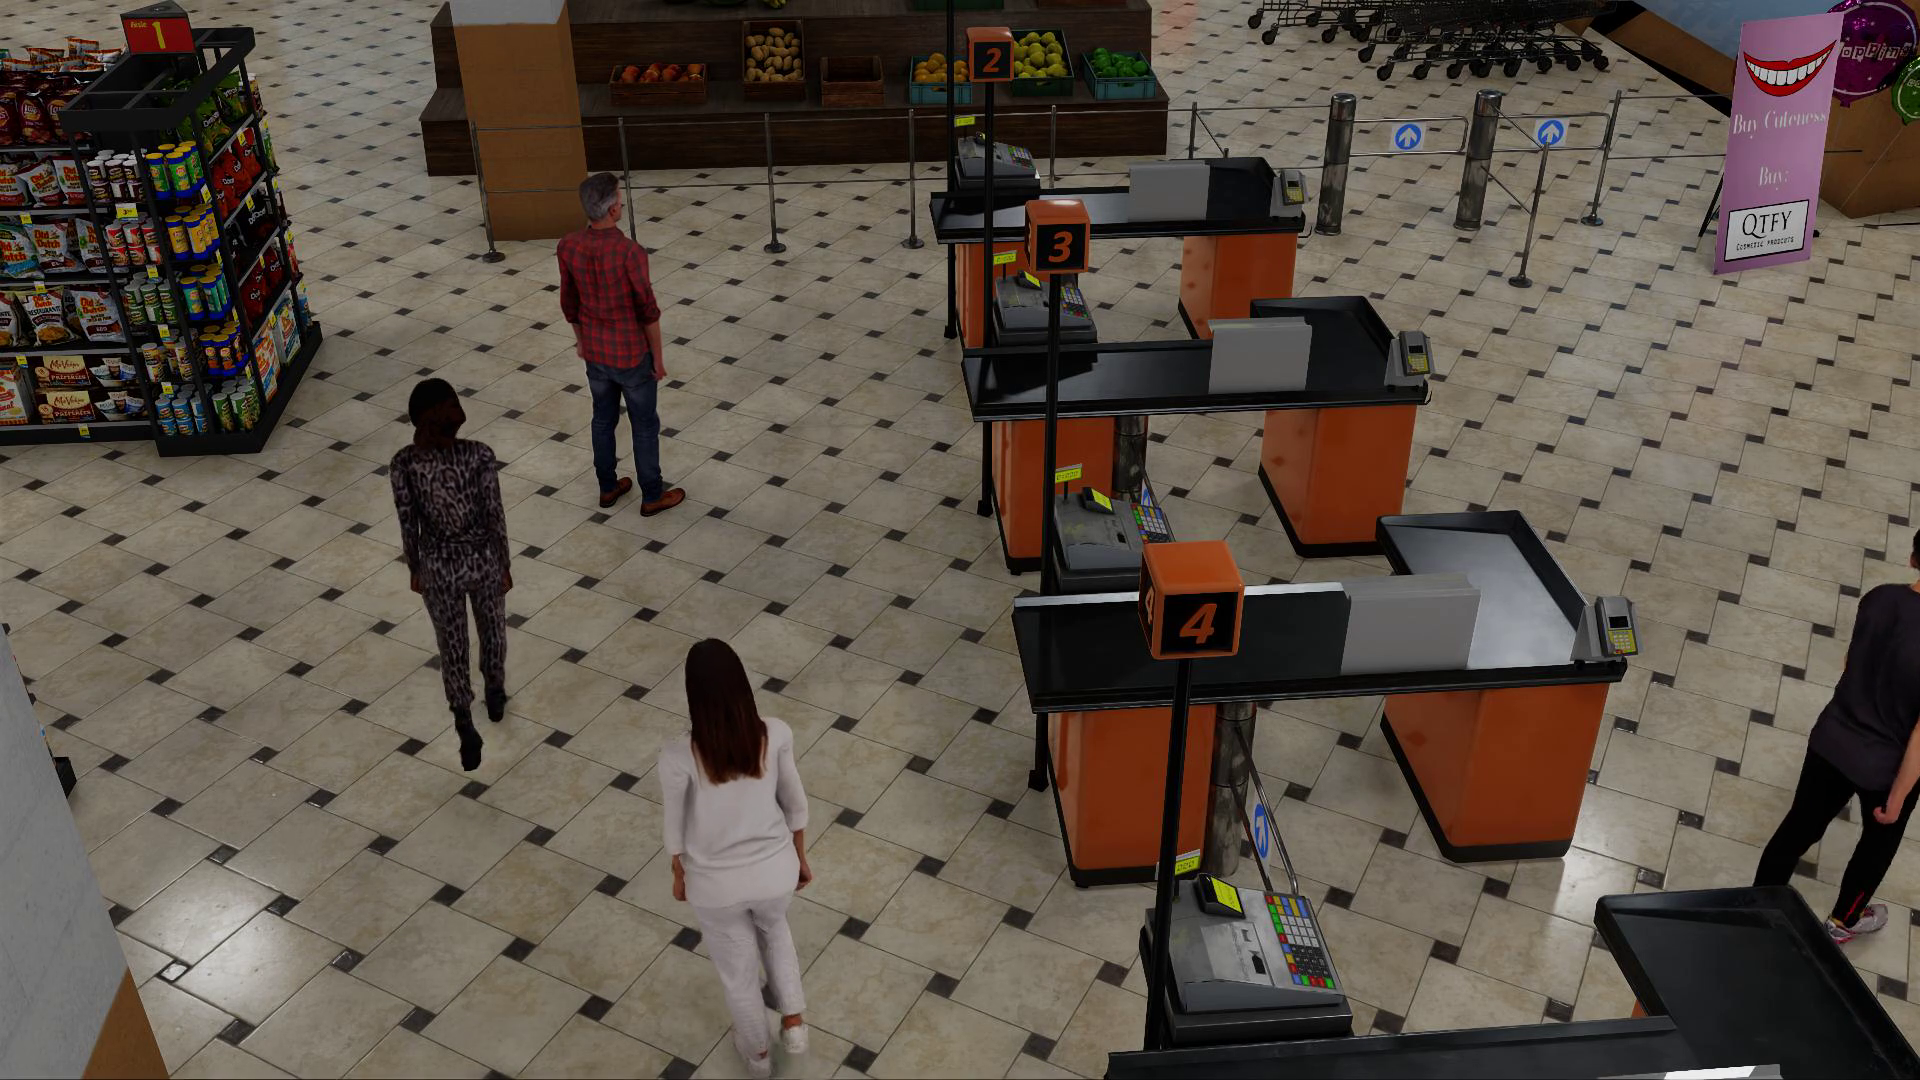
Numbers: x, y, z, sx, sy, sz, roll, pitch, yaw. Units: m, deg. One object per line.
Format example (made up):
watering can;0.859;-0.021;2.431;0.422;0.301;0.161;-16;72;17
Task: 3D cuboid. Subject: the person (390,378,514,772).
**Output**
person;-2.034;0.169;6.782;0.990;1.698;0.743;-7;33;-11

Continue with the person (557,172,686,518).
person;-1.756;-0.988;8.516;0.670;1.830;0.825;13;34;19

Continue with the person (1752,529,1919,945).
person;3.093;0.776;5.782;0.933;1.723;0.795;-8;33;-13

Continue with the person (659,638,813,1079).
person;-0.671;1.103;5.304;0.710;1.673;0.786;-16;35;-24
